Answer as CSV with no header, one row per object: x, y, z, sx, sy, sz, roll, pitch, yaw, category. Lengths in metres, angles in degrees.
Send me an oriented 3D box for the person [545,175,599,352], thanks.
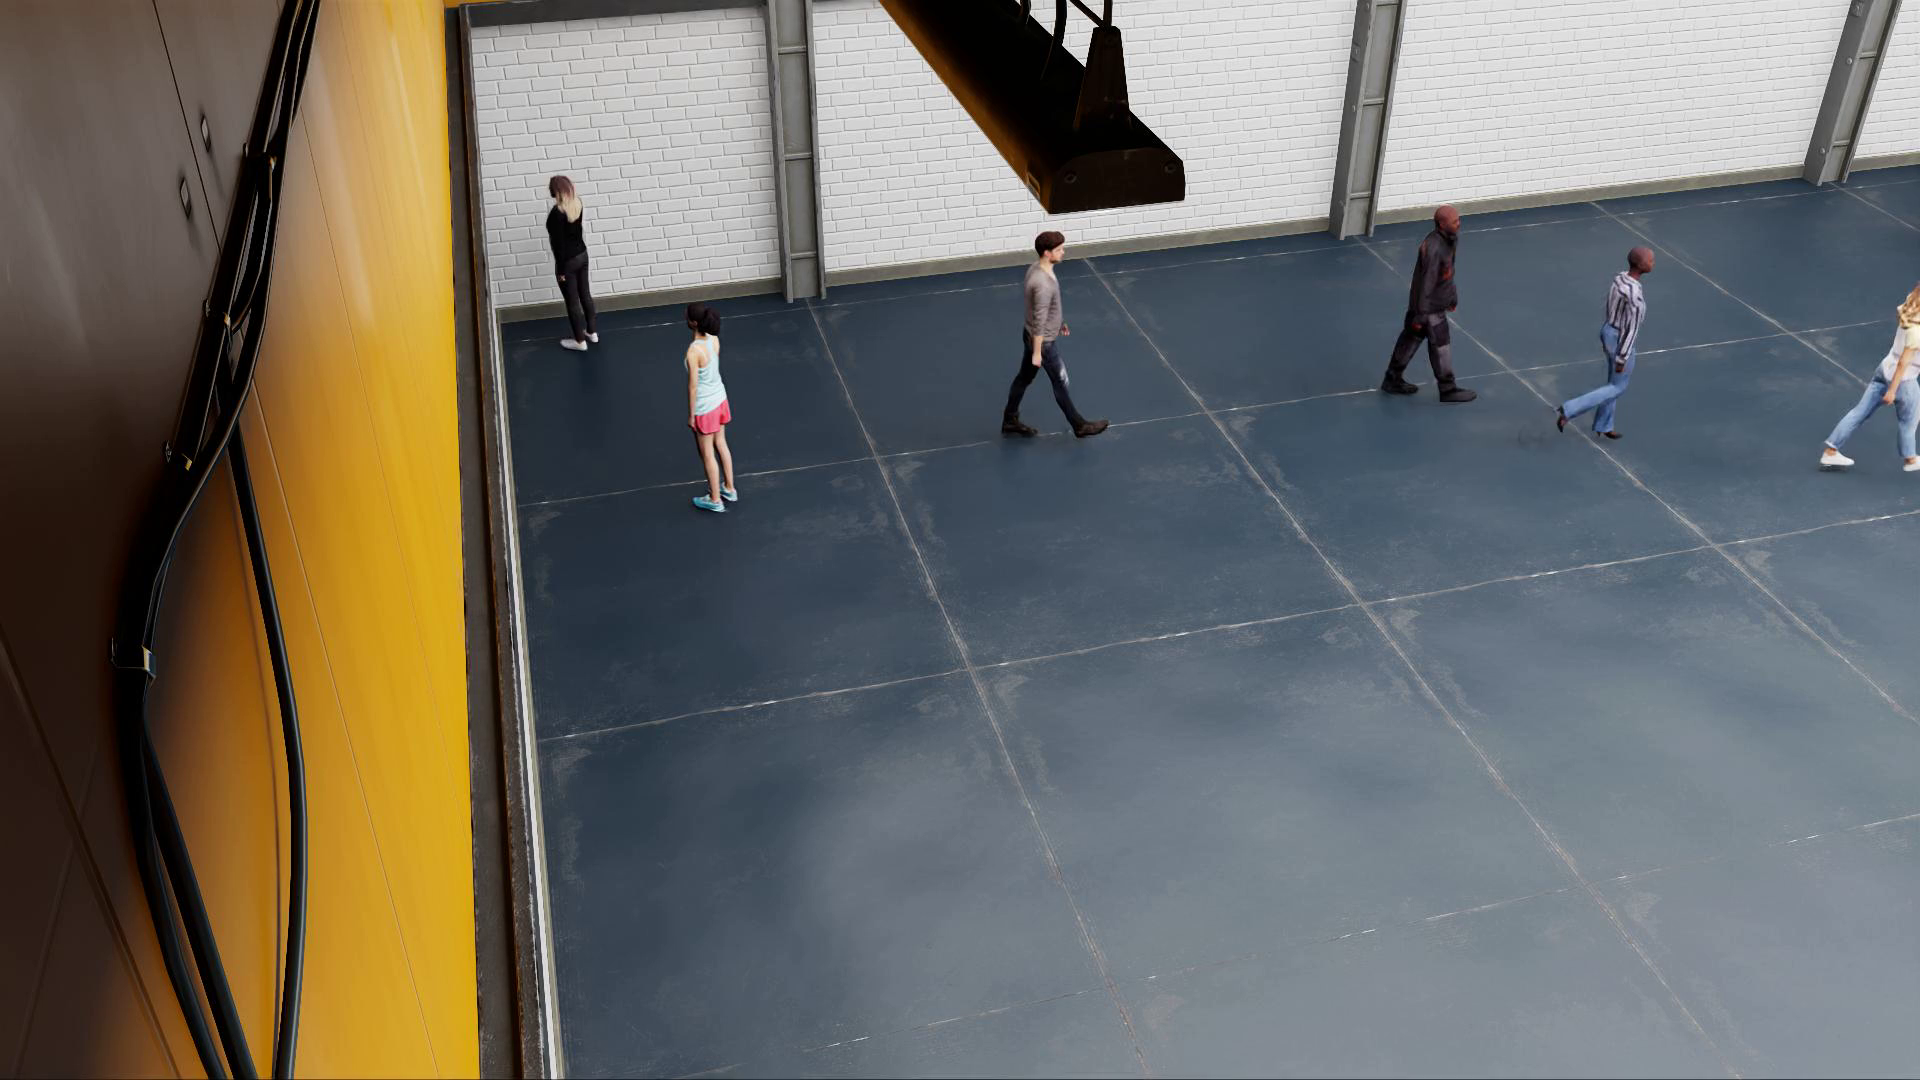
-3.578,-2.558,15.326,0.719,1.684,0.699,15,36,21,person

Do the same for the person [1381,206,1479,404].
3.975,-2.067,14.482,1.182,1.801,1.012,8,34,11,person

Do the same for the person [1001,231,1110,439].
0.581,-1.663,13.813,1.191,1.868,0.841,-2,34,-3,person

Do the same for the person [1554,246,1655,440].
5.363,-1.592,13.784,0.975,1.781,0.775,-1,34,-1,person

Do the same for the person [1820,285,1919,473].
7.439,-1.277,13.414,1.218,1.666,0.949,5,34,8,person

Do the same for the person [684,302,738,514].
-1.968,-1.039,12.968,0.710,1.764,0.665,12,35,17,person
